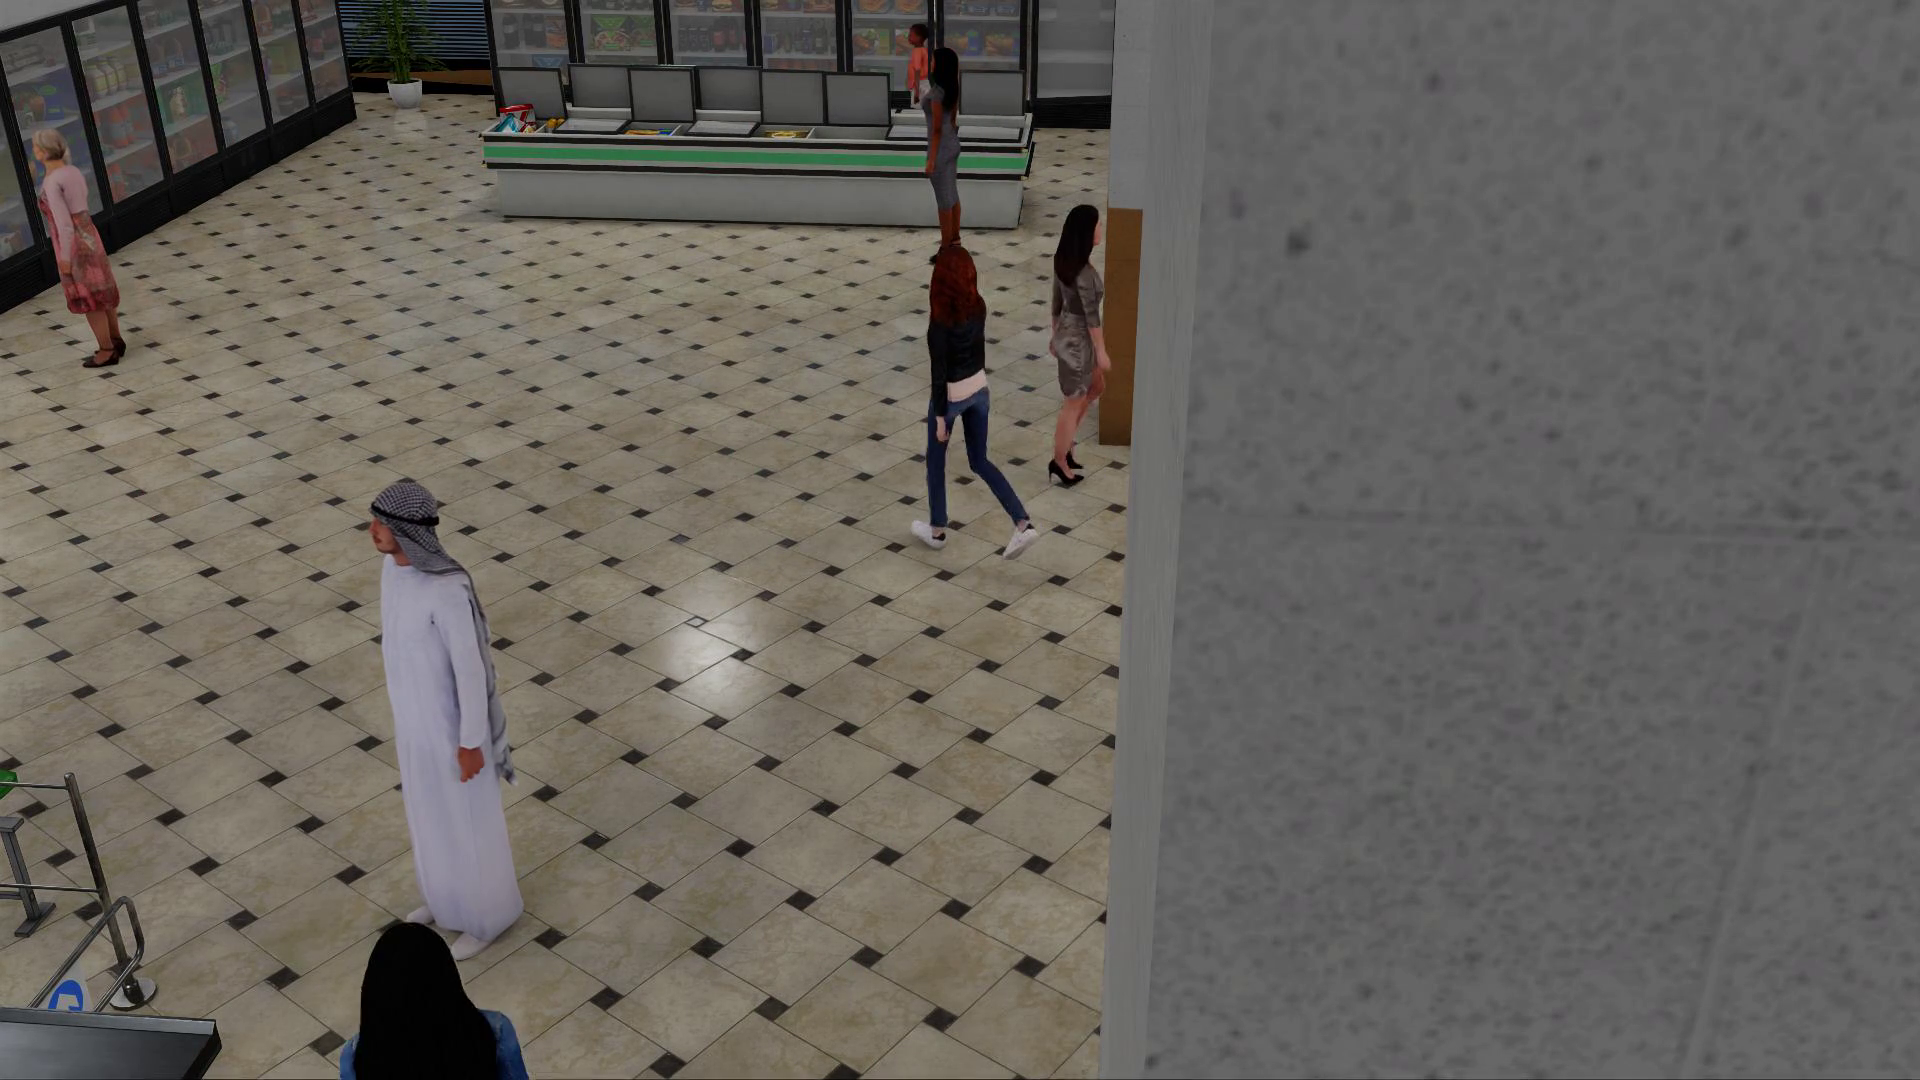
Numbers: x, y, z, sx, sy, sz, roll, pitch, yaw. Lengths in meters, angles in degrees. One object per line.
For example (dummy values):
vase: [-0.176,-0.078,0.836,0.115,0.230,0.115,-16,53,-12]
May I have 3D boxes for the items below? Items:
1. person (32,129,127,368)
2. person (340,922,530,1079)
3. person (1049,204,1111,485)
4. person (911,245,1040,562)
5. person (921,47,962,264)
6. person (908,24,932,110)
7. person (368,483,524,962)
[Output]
person: [-6.223,-2.058,11.749,0.614,1.690,0.621,-2,27,-4]
person: [-1.285,1.730,4.271,0.947,1.697,0.860,-7,28,-13]
person: [0.612,-1.114,9.840,0.680,1.734,0.670,-5,27,-11]
person: [0.066,-0.681,8.956,1.149,1.762,1.027,23,35,38]
person: [-0.126,-3.218,13.938,0.630,1.781,0.649,12,29,23]
person: [-0.360,-4.750,17.494,0.771,1.296,0.518,4,27,8]
person: [-1.906,0.658,6.133,0.880,1.926,0.808,-24,35,-38]
